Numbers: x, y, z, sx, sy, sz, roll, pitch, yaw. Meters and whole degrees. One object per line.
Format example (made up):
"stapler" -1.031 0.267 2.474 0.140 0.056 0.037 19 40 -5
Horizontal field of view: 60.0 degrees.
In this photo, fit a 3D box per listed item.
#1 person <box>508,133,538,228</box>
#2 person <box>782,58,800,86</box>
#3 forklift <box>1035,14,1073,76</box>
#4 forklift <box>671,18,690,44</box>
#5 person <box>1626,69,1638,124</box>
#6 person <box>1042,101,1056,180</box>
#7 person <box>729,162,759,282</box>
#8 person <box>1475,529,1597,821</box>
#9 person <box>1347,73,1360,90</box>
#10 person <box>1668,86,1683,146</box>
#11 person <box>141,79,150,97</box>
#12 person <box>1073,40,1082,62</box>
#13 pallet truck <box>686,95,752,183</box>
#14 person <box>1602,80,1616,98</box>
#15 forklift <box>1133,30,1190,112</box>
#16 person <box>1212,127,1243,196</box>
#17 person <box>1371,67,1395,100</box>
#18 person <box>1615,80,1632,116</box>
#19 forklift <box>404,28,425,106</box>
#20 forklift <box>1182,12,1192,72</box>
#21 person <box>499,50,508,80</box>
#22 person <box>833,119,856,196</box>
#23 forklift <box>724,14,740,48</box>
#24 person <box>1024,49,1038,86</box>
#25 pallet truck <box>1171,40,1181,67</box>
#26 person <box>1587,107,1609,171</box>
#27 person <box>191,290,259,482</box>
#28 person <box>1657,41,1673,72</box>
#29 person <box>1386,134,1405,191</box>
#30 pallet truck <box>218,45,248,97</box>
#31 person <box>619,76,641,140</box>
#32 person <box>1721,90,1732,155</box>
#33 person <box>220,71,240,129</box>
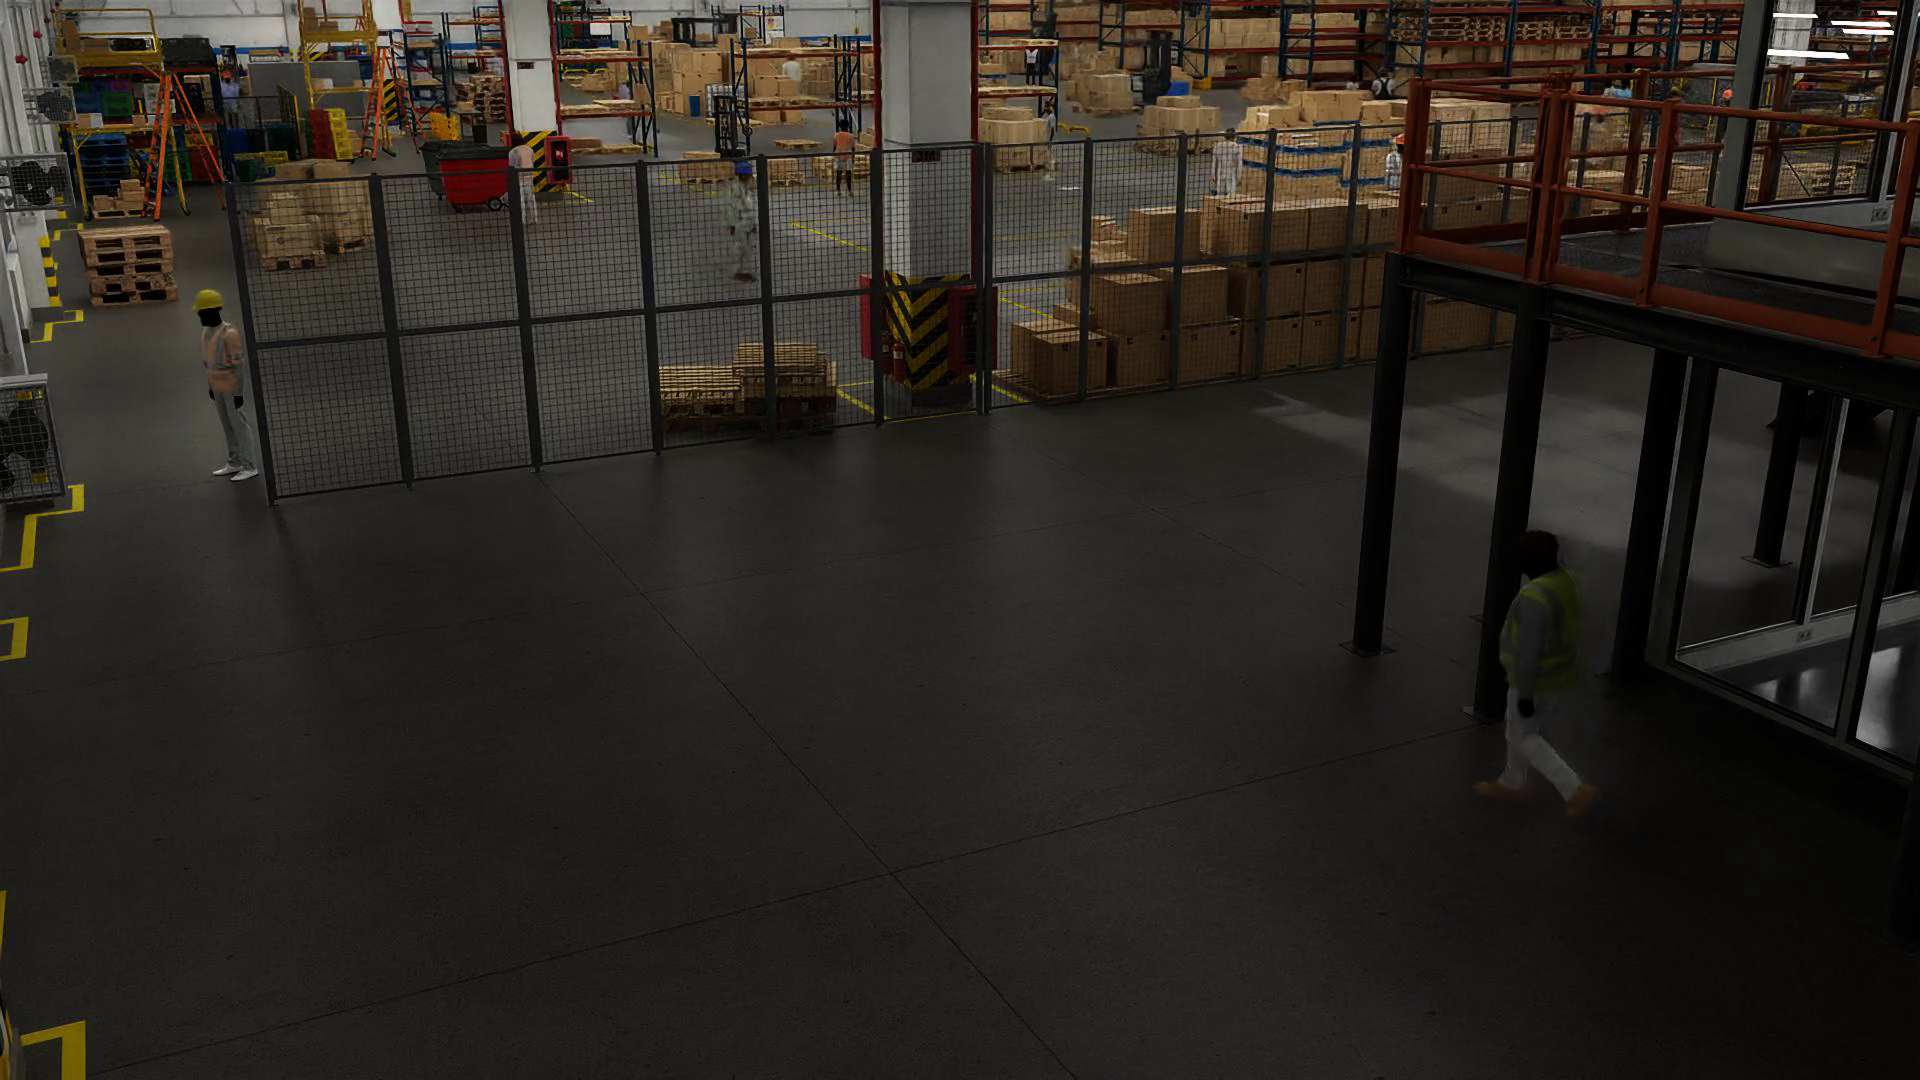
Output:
"person" -8.656 -7.096 32.840 0.430 1.837 0.620 12 22 31
"person" -6.202 -16.832 60.969 0.647 1.878 1.036 -6 20 -16
"forklift" 4.317 -23.223 77.990 1.873 2.768 1.129 -1 19 -3
"forklift" -12.062 -21.173 72.047 1.873 2.768 1.129 -17 25 -40
"person" 22.134 -14.571 54.611 0.346 1.759 0.526 7 20 18
"person" 2.150 -9.620 40.087 0.313 1.866 0.538 0 19 0
"person" -3.449 -5.154 27.039 0.628 1.927 0.646 5 20 15
"person" 3.510 0.818 9.912 0.680 1.816 0.659 13 23 34
"person" 12.161 -13.401 51.083 0.546 1.837 0.837 -16 25 -39
"person" 19.947 -11.796 46.561 0.552 1.747 0.588 3 19 8
"person" -25.078 -13.435 51.506 0.523 1.631 0.323 9 21 25
"person" 5.608 -23.127 79.644 0.528 1.585 0.816 14 23 35
"pallet truck" -5.836 -9.608 39.856 0.823 1.965 1.885 10 22 27
"person" 18.817 -12.526 48.381 0.367 1.959 0.600 0 19 -1
"forklift" 7.020 -16.337 58.029 1.873 2.768 1.129 -9 21 -25
"person" 5.273 -7.148 32.812 0.629 1.940 0.378 13 23 34
"person" 12.957 -13.536 51.177 0.702 2.000 0.537 0 19 -1
"person" 20.330 -13.321 51.113 0.534 1.667 0.779 5 20 15
"forklift" -19.747 -17.124 60.310 1.873 2.768 1.129 5 20 14
"forklift" 11.152 -24.269 81.020 1.873 2.768 1.129 -9 21 -25
"person" -17.897 -18.378 65.473 0.837 1.867 0.614 2 19 5
"person" -2.600 -8.594 37.382 0.530 1.688 0.323 3 19 8
"forklift" -10.654 -23.186 77.882 1.873 2.768 1.129 -10 22 -28
"person" 3.056 -20.408 71.280 0.593 1.920 0.391 0 19 0
"pallet truck" 9.045 -19.971 69.895 0.823 1.965 1.885 -3 19 -8
"person" 14.532 -8.942 38.059 0.549 1.909 0.753 -10 21 -26
"person" -7.338 -1.538 16.567 0.594 1.924 0.382 15 24 37
"person" 33.427 -22.896 78.547 1.014 1.889 0.648 -4 19 -10
"person" 8.340 -6.736 31.621 0.551 1.935 0.371 -9 21 -24
"pallet truck" -28.879 -18.665 66.111 0.823 1.965 1.885 -3 19 -9
"person" -9.852 -12.909 49.629 0.625 1.869 1.014 -7 20 -20
"person" 19.328 -10.348 42.019 0.405 1.982 0.622 11 22 30
"person" -22.364 -13.409 51.009 0.547 1.912 0.886 -6 20 -16
